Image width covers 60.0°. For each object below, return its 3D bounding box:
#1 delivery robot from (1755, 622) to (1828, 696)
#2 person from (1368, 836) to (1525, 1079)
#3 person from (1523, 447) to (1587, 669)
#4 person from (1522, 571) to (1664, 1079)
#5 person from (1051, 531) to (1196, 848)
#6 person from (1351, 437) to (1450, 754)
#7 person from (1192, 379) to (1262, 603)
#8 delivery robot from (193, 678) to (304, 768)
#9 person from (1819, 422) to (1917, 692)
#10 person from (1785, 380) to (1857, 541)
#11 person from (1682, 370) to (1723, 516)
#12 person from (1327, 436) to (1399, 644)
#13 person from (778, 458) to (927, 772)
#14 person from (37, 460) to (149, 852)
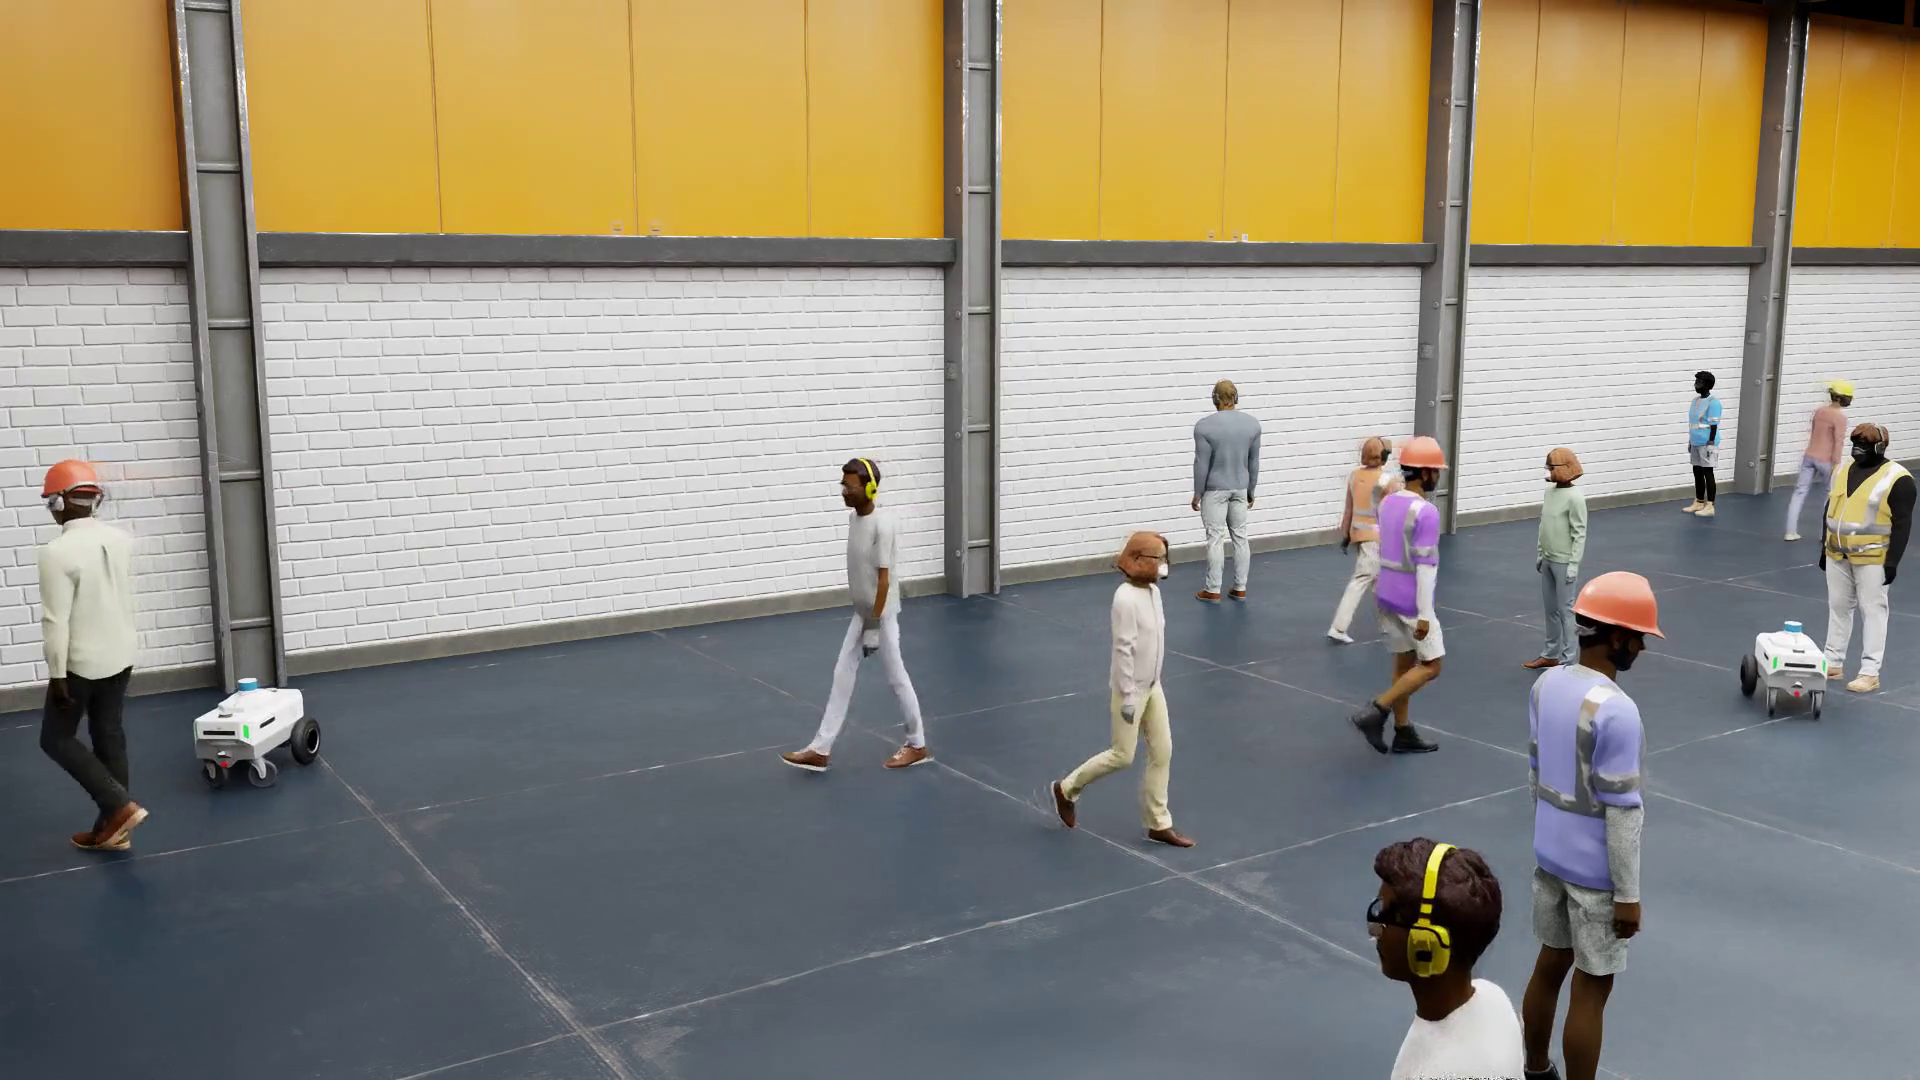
[{"bbox_3d":[5.472,0.783,10.957,0.477,0.478,0.707,3,9,17],"label":"delivery robot"},{"bbox_3d":[0.852,1.475,3.159,0.366,1.869,0.574,4,10,24],"label":"person"},{"bbox_3d":[4.234,0.158,11.775,0.265,1.632,0.507,-1,10,-8],"label":"person"},{"bbox_3d":[2.088,1.056,5.487,0.372,1.928,0.543,-2,10,-10],"label":"person"},{"bbox_3d":[0.830,0.738,8.356,0.684,1.609,0.503,6,11,30],"label":"person"},{"bbox_3d":[2.592,0.351,9.761,0.546,1.921,0.553,-3,10,-18],"label":"person"},{"bbox_3d":[2.279,-0.416,14.335,0.629,1.936,0.373,-3,10,-19],"label":"person"},{"bbox_3d":[-4.045,1.032,9.475,0.477,0.478,0.707,1,9,4],"label":"delivery robot"},{"bbox_3d":[6.174,0.112,11.428,0.430,1.845,0.619,-4,10,-22],"label":"person"},{"bbox_3d":[9.023,-0.814,17.396,0.627,1.712,0.527,-2,10,-10],"label":"person"},{"bbox_3d":[8.633,-1.122,19.328,0.321,1.690,0.536,-1,9,-6],"label":"person"},{"bbox_3d":[3.175,0.000,12.850,0.877,1.598,0.529,-5,11,-26],"label":"person"},{"bbox_3d":[-0.577,0.448,9.460,0.944,1.821,0.541,-6,11,-31],"label":"person"},{"bbox_3d":[-4.276,0.591,8.191,0.484,1.966,0.613,2,10,13],"label":"person"}]
